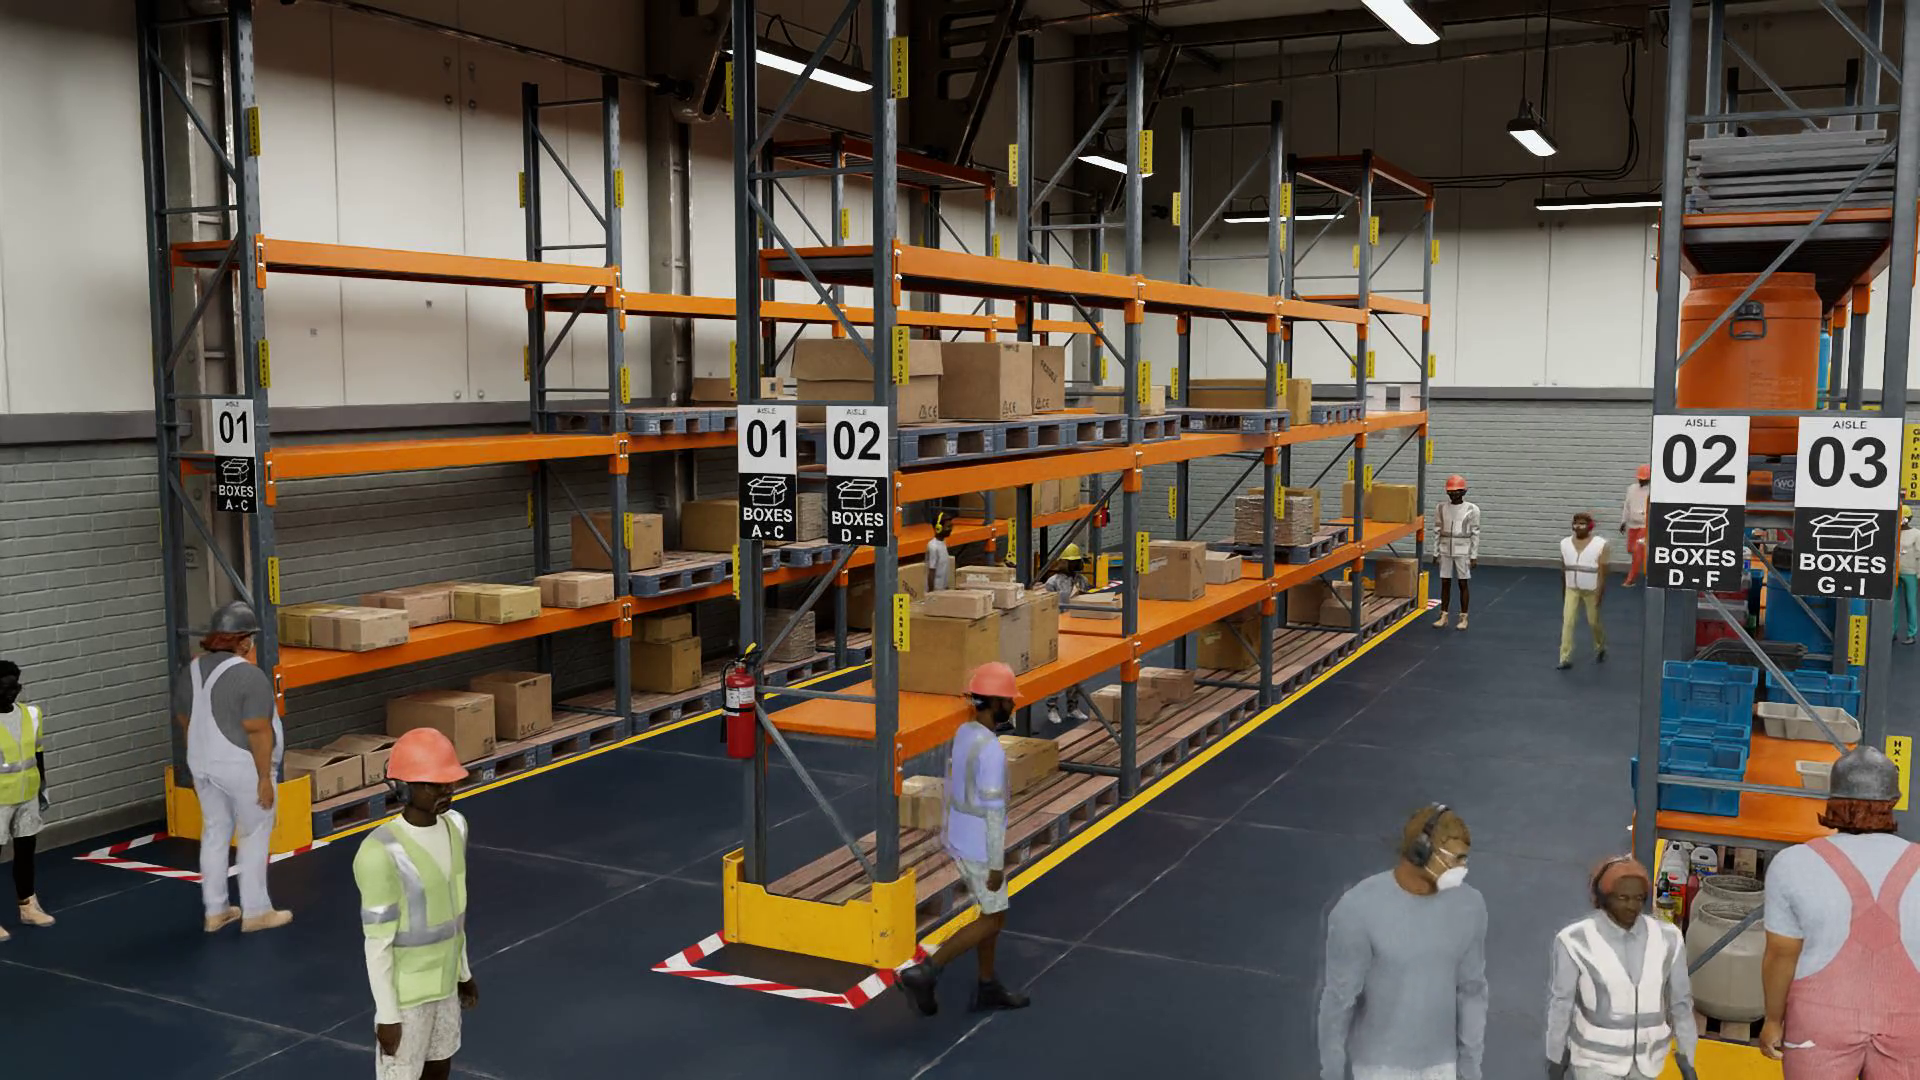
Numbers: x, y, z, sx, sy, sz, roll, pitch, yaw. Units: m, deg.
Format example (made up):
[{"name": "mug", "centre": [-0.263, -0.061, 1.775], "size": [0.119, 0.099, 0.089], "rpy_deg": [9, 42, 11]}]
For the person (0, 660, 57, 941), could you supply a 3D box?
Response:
[{"name": "person", "centre": [-5.763, 1.556, 10.047], "size": [0.318, 1.689, 0.537], "rpy_deg": [2, 6, 23]}]

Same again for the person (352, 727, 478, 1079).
[{"name": "person", "centre": [-2.091, 1.741, 6.538], "size": [0.392, 2.045, 0.608], "rpy_deg": [2, 6, 17]}]

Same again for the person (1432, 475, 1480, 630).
[{"name": "person", "centre": [6.498, 0.167, 21.856], "size": [0.615, 2.043, 0.373], "rpy_deg": [5, 7, 37]}]

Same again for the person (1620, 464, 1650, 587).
[{"name": "person", "centre": [10.780, -0.234, 26.200], "size": [0.736, 1.949, 0.695], "rpy_deg": [-3, 7, -27]}]

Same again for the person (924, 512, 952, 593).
[{"name": "person", "centre": [-0.244, 0.612, 18.453], "size": [0.332, 1.858, 0.513], "rpy_deg": [1, 6, 8]}]

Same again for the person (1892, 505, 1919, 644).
[{"name": "person", "centre": [11.759, 0.420, 20.783], "size": [0.336, 1.756, 0.536], "rpy_deg": [-4, 7, -34]}]

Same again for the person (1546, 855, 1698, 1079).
[{"name": "person", "centre": [2.507, 1.980, 6.367], "size": [0.515, 1.602, 0.836], "rpy_deg": [-1, 6, -6]}]

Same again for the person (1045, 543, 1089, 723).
[{"name": "person", "centre": [1.058, 0.899, 16.171], "size": [0.484, 1.745, 0.296], "rpy_deg": [-3, 7, -29]}]

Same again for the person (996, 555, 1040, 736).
[{"name": "person", "centre": [0.533, 0.945, 15.623], "size": [0.320, 1.767, 0.534], "rpy_deg": [-4, 7, -37]}]

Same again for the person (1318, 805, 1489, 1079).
[{"name": "person", "centre": [1.599, 1.874, 5.907], "size": [0.645, 1.907, 0.412], "rpy_deg": [-3, 6, -23]}]

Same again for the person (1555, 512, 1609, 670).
[{"name": "person", "centre": [7.201, 0.568, 19.161], "size": [0.571, 1.809, 0.947], "rpy_deg": [5, 8, 41]}]

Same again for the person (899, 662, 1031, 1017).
[{"name": "person", "centre": [0.040, 1.589, 8.728], "size": [0.662, 1.909, 0.553], "rpy_deg": [-2, 6, -15]}]

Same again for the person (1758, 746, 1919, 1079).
[{"name": "person", "centre": [3.354, 1.772, 6.258], "size": [0.676, 2.000, 0.536], "rpy_deg": [2, 6, 15]}]

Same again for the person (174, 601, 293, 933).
[{"name": "person", "centre": [-4.401, 1.370, 10.161], "size": [0.690, 2.000, 0.536], "rpy_deg": [3, 7, 26]}]
